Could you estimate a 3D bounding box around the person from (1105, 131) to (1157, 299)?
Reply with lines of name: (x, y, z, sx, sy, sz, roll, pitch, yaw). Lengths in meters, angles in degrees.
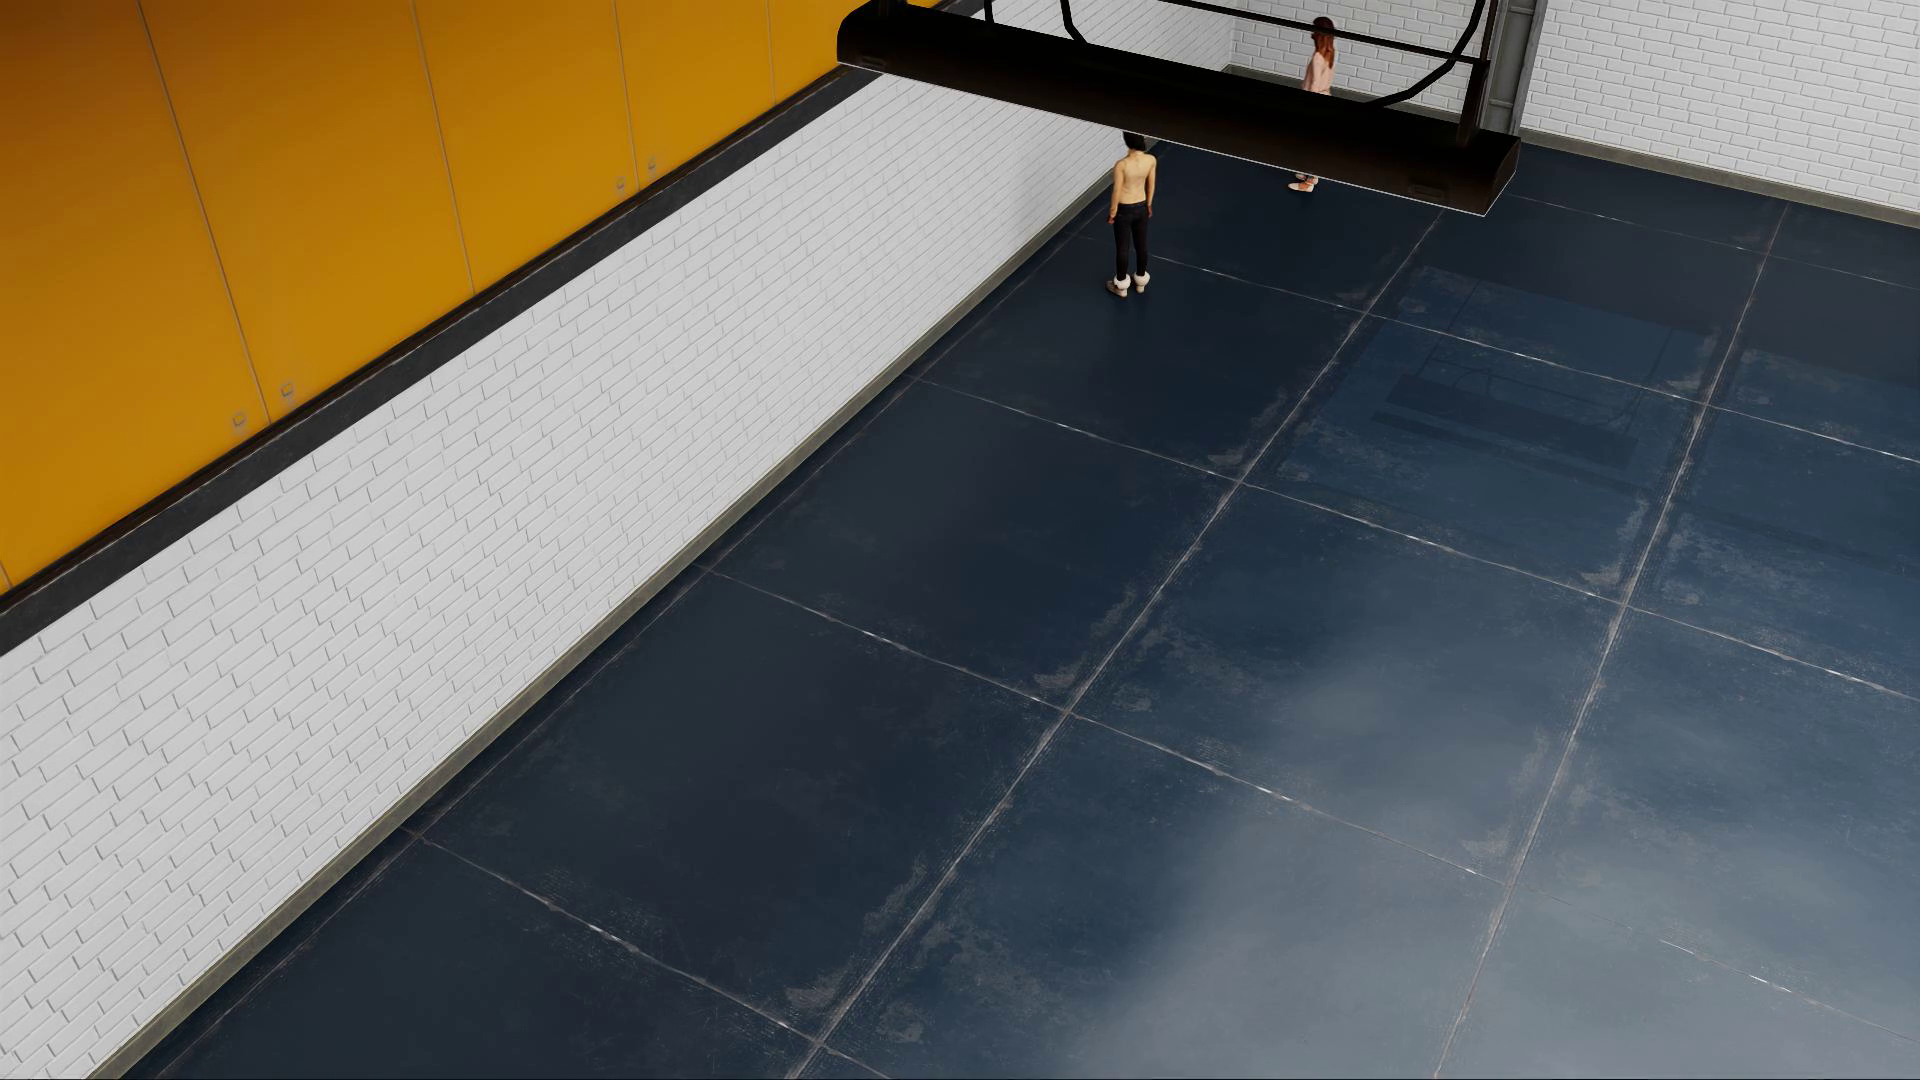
person: (1.559, -2.989, 15.063, 0.688, 1.657, 0.729, -14, 41, -16)

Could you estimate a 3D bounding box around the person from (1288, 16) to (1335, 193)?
person: (3.562, -4.362, 16.675, 0.524, 1.790, 0.598, 18, 42, 21)
